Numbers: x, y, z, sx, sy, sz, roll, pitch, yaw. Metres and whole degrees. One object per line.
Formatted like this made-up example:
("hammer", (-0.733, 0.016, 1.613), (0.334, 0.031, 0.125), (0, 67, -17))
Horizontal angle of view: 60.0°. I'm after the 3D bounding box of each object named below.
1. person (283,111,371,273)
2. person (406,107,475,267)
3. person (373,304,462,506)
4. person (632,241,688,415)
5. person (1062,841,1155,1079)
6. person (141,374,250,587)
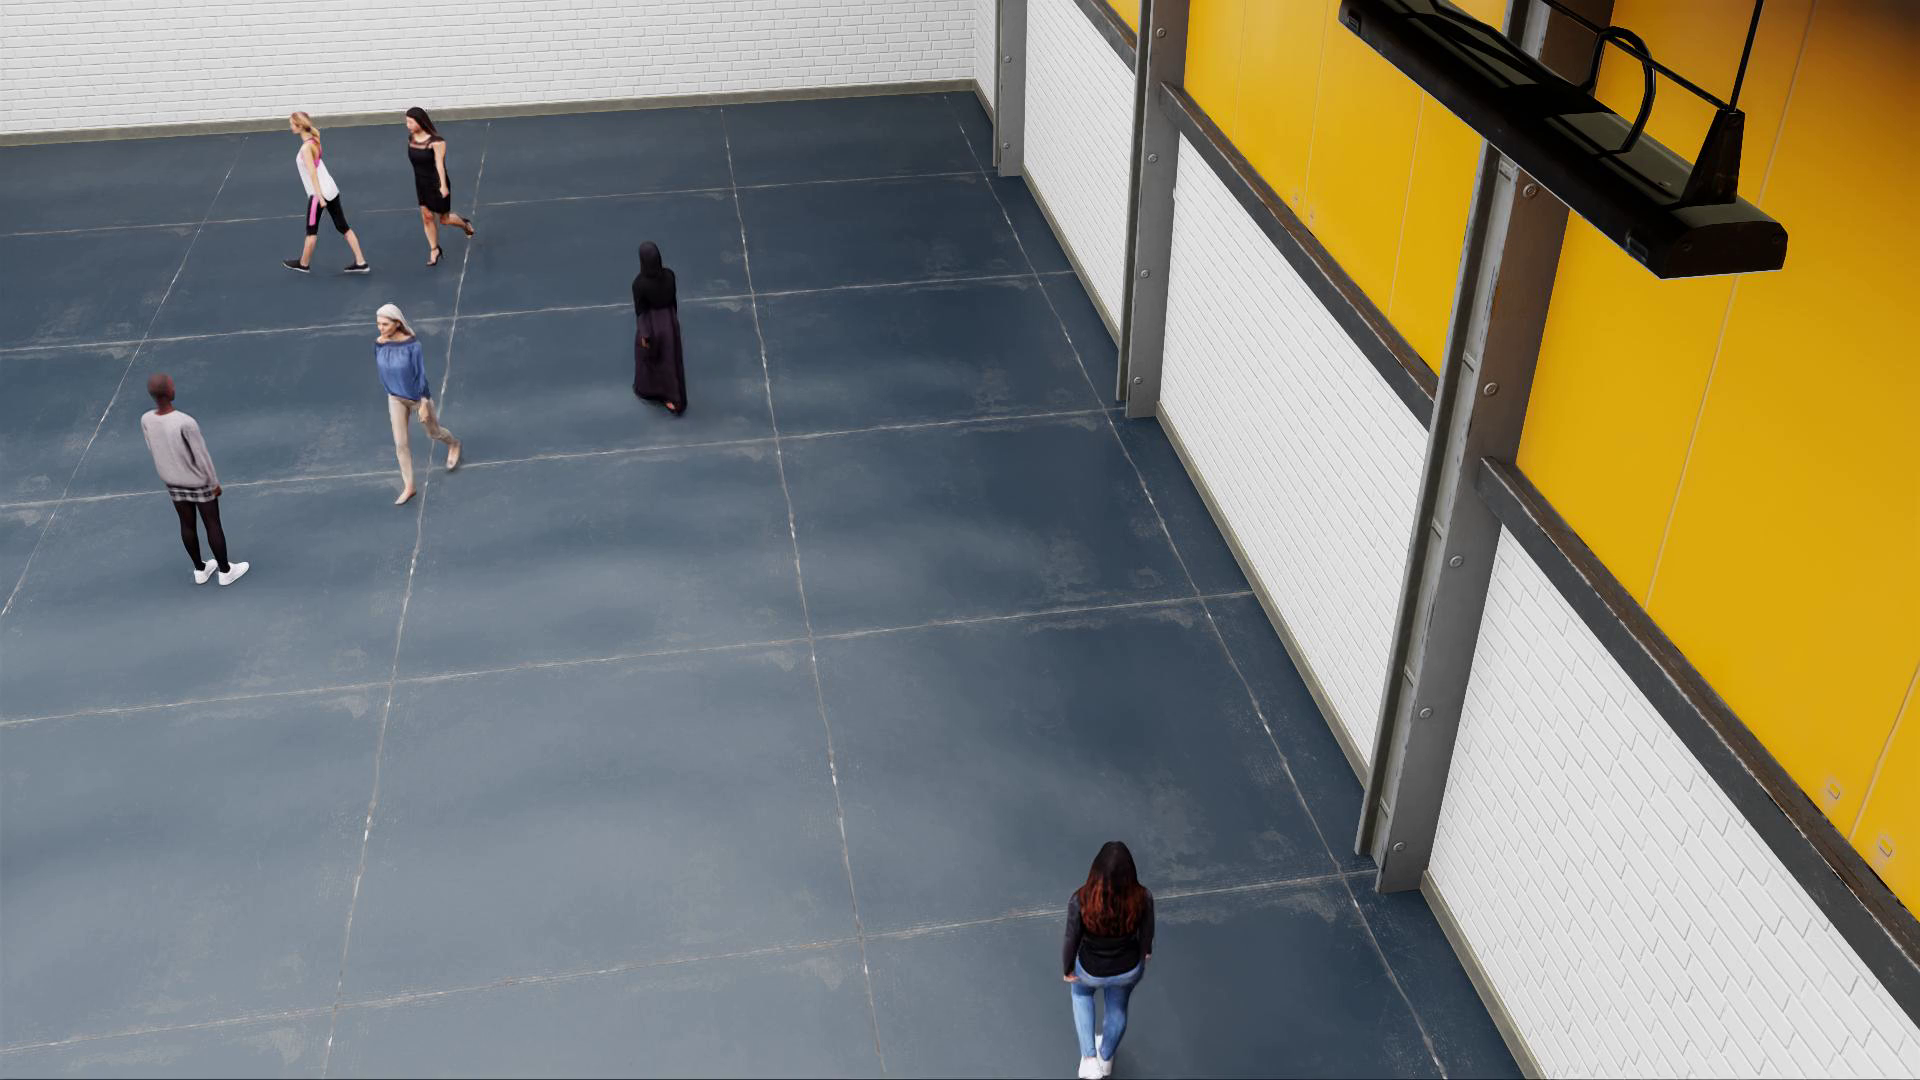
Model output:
("person", (-6.493, -3.559, 17.208), (0.830, 1.744, 1.076), (2, 34, 2))
("person", (-5.487, -3.729, 17.504), (0.934, 1.700, 1.007), (19, 38, 26))
("person", (-4.471, -1.181, 13.699), (0.924, 1.669, 1.183), (8, 34, 12))
("person", (-2.653, -1.868, 14.785), (0.804, 1.611, 0.999), (-18, 38, -25))
("person", (0.775, 2.239, 8.597), (0.679, 1.622, 0.714), (-2, 34, -3))
("person", (-5.808, -0.446, 12.498), (0.682, 1.774, 0.657), (6, 34, 9))
